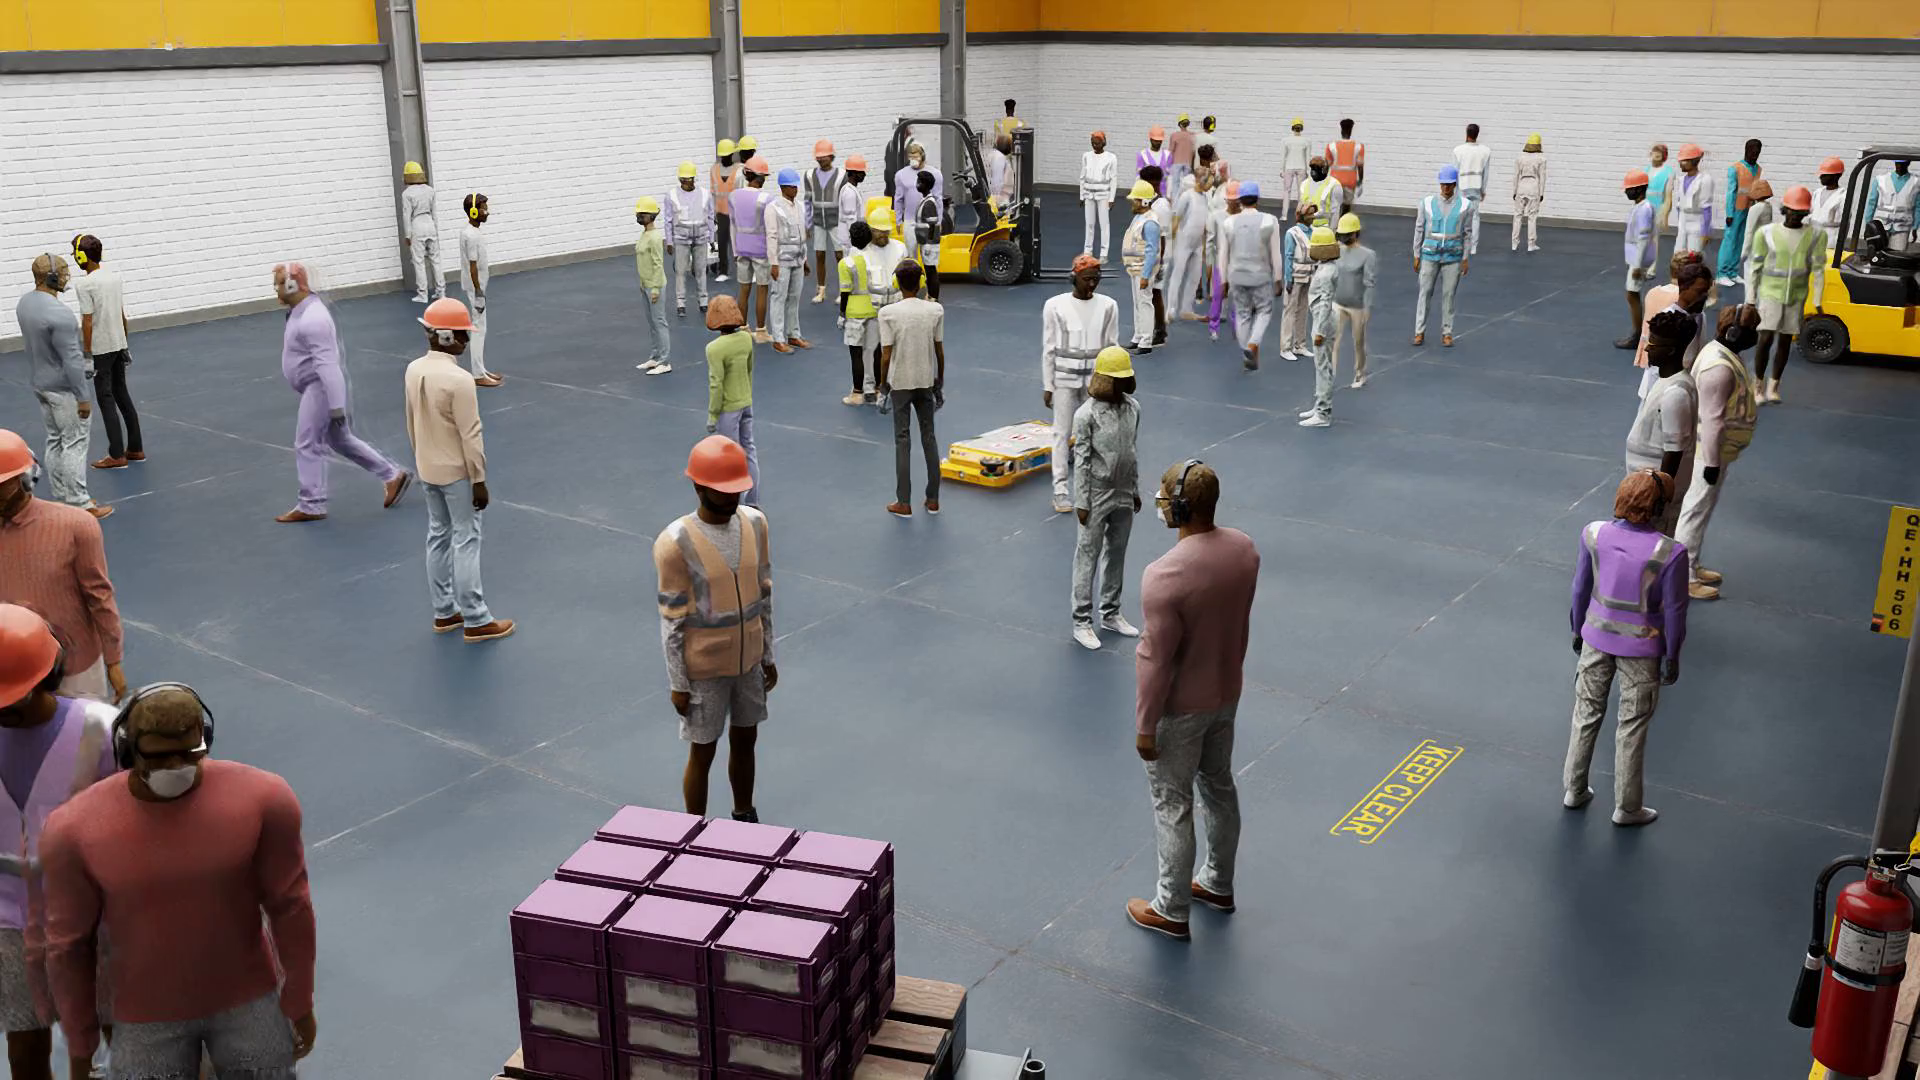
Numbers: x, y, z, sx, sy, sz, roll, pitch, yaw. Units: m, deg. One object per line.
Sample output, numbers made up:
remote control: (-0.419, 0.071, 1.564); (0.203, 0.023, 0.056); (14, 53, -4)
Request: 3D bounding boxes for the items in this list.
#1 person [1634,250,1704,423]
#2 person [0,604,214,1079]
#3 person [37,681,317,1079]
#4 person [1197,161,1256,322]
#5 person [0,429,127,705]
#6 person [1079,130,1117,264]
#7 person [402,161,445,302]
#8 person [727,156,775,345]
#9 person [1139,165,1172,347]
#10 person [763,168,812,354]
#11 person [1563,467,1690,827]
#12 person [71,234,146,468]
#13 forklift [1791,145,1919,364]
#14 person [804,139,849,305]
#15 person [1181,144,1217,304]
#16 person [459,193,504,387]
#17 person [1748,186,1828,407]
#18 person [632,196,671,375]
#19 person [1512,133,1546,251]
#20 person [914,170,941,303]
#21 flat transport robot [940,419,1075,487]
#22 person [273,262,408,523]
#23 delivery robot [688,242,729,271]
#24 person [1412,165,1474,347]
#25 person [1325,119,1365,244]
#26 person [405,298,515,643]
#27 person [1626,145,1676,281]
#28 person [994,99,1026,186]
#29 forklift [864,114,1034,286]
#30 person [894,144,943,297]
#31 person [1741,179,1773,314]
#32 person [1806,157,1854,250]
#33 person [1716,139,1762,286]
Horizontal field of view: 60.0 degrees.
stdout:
person: (5.301, -1.259, 12.526); (0.387, 1.837, 0.562); (-4, 18, -12)
person: (-2.639, 1.065, 5.008); (0.611, 2.003, 0.840); (0, 18, 0)
person: (-2.091, 1.269, 4.507); (0.694, 1.921, 0.374); (-8, 19, -23)
person: (3.174, -3.468, 19.374); (0.660, 1.872, 0.685); (4, 18, 13)
person: (-3.748, 0.500, 6.793); (0.629, 1.979, 0.410); (-3, 18, -9)
person: (1.969, -4.920, 23.902); (0.574, 1.882, 0.356); (11, 21, 30)
person: (-6.744, -3.845, 20.784); (0.321, 1.737, 0.487); (13, 22, 35)
person: (-2.220, -3.145, 18.115); (0.613, 2.033, 0.410); (10, 20, 29)
person: (2.101, -3.063, 17.984); (0.391, 1.950, 0.621); (0, 18, 0)
person: (-1.822, -2.969, 17.690); (0.391, 1.949, 0.602); (12, 21, 32)
person: (2.956, 0.479, 7.407); (0.305, 1.639, 0.522); (-15, 23, -38)
person: (-6.808, -1.494, 13.236); (0.333, 1.857, 0.528); (2, 18, 8)
forklift: (9.803, -2.879, 17.013); (2.313, 2.155, 1.214); (12, 21, 33)
person: (-1.631, -3.907, 20.501); (0.609, 2.033, 0.428); (6, 19, 17)
person: (3.061, -3.958, 20.793); (0.647, 1.937, 0.768); (3, 18, 9)
person: (-4.656, -2.413, 16.102); (0.324, 1.861, 0.510); (-6, 19, -18)
person: (7.549, -2.207, 15.204); (0.626, 2.019, 0.722); (5, 18, 15)
person: (-3.099, -2.550, 16.673); (0.302, 1.772, 0.525); (-8, 20, -25)
person: (8.638, -5.280, 25.251); (0.485, 1.744, 0.308); (14, 22, 36)
person: (-0.390, -3.592, 20.047); (0.322, 1.696, 0.536); (-3, 18, -8)
flat transport robot: (0.451, -0.715, 13.355); (0.652, 0.197, 1.431); (13, 22, 36)
person: (-4.501, -1.070, 11.906); (0.891, 1.866, 0.677); (-7, 19, -20)
delivery robot: (-3.524, -3.955, 22.876); (0.477, 0.478, 0.707); (16, 24, 41)
person: (5.214, -3.072, 18.014); (0.607, 1.948, 0.389); (5, 18, 14)
person: (5.984, -5.597, 25.991); (0.615, 1.919, 1.022); (3, 18, 9)
person: (-2.912, -0.398, 9.588); (0.612, 1.986, 0.401); (15, 23, 38)
person: (9.338, -4.419, 22.474); (0.420, 1.808, 0.746); (-6, 19, -17)
person: (0.925, -7.120, 30.646); (0.606, 1.967, 0.367); (-1, 18, -2)
forklift: (-0.171, -4.594, 22.377); (2.313, 2.155, 1.214); (1, 18, 3)
person: (-0.523, -4.041, 21.084); (0.636, 1.929, 0.381); (4, 18, 12)
person: (9.398, -3.436, 19.680); (0.502, 1.628, 0.288); (-15, 23, -40)
person: (9.895, -3.410, 19.091); (0.365, 1.933, 0.551); (-6, 19, -17)
person: (10.353, -4.351, 22.075); (0.587, 1.914, 0.391); (-11, 21, -30)
